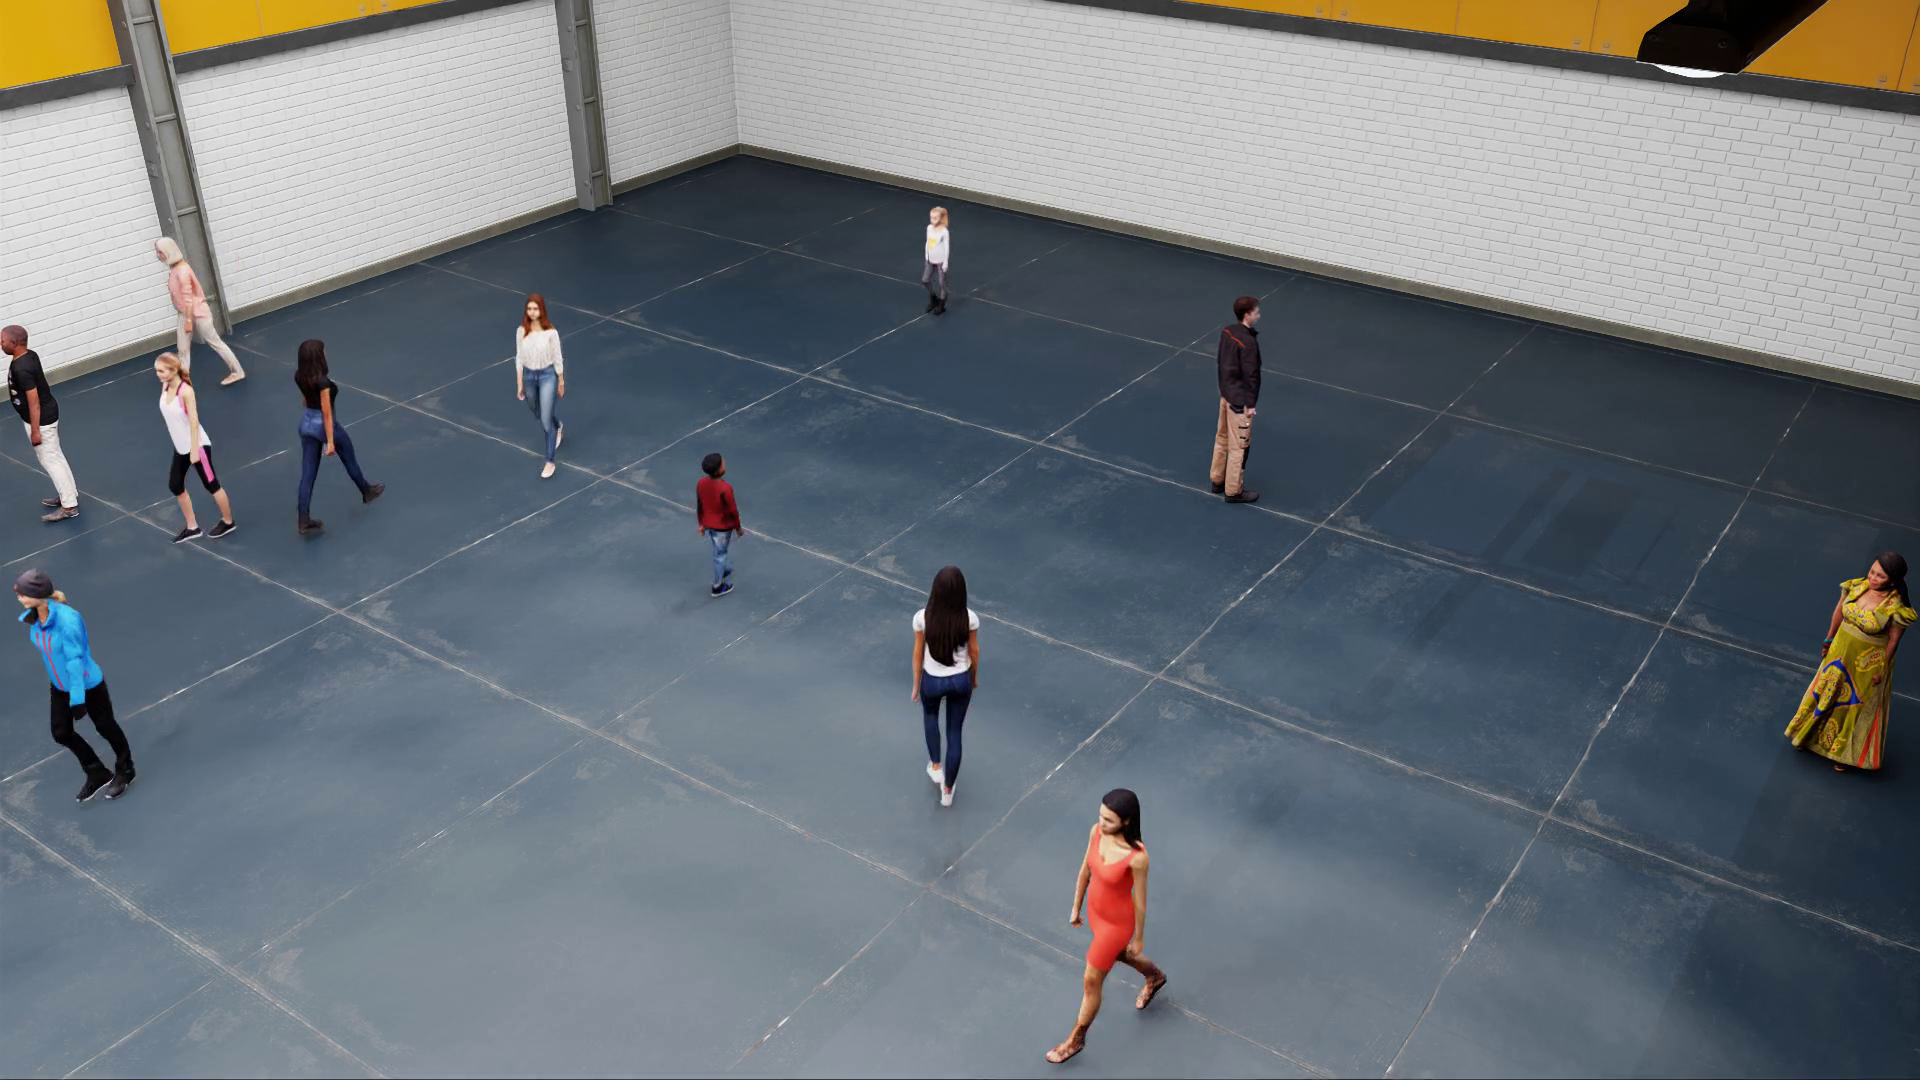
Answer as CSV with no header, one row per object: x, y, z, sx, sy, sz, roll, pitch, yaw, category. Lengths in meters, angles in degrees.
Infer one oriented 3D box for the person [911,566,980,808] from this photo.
-0.085,1.013,10.977,0.772,1.759,0.831,-1,29,-2,person

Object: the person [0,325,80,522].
-8.141,-1.055,14.720,0.775,1.805,0.763,-11,31,-20,person

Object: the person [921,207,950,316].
-0.222,-3.262,19.320,0.504,1.274,0.514,20,35,32,person

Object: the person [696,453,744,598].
-2.016,-0.109,13.568,0.505,1.246,0.600,21,35,33,person

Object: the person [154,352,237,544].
-6.526,-0.829,14.343,0.656,1.769,0.778,20,35,32,person

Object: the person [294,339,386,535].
-5.623,-0.855,14.488,0.744,1.675,1.256,11,31,20,person

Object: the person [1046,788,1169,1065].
0.893,2.058,9.139,1.202,1.683,0.860,-19,34,-31,person

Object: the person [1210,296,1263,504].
2.503,-1.277,15.004,0.801,1.922,0.792,-10,30,-18,person

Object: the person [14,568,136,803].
-5.819,0.925,11.107,0.708,1.788,0.717,10,30,17,person

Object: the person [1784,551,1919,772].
6.196,0.805,11.460,0.932,1.661,0.963,-18,33,-30,person

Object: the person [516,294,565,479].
-3.927,-1.511,15.665,0.897,1.701,1.160,4,29,8,person

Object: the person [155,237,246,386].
-7.849,-2.345,17.217,1.107,1.677,0.748,-21,35,-33,person
